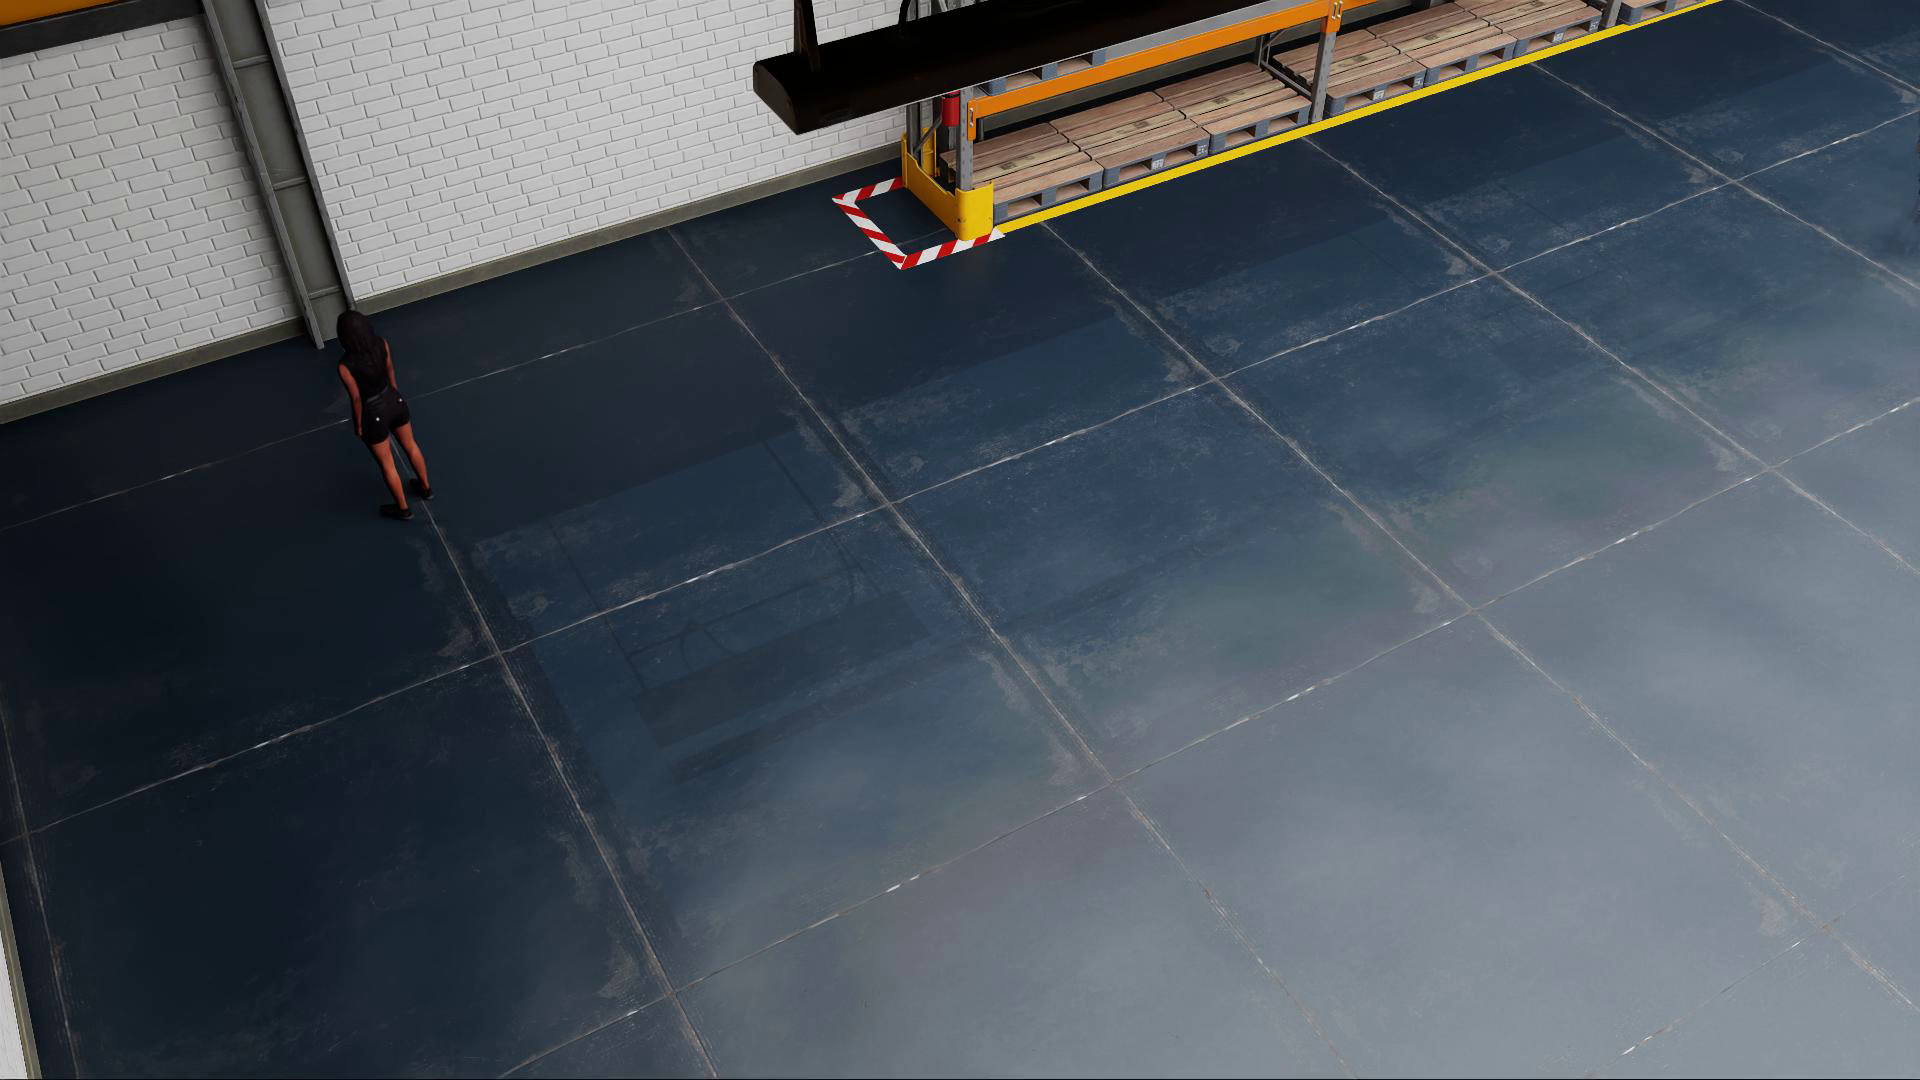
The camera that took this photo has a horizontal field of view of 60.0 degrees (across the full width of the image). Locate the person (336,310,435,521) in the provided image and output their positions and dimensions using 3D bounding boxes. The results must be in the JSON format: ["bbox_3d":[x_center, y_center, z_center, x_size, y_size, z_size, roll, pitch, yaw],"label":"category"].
[{"bbox_3d":[-4.095,-0.891,11.748,0.733,1.740,0.621,20,47,20],"label":"person"}]
